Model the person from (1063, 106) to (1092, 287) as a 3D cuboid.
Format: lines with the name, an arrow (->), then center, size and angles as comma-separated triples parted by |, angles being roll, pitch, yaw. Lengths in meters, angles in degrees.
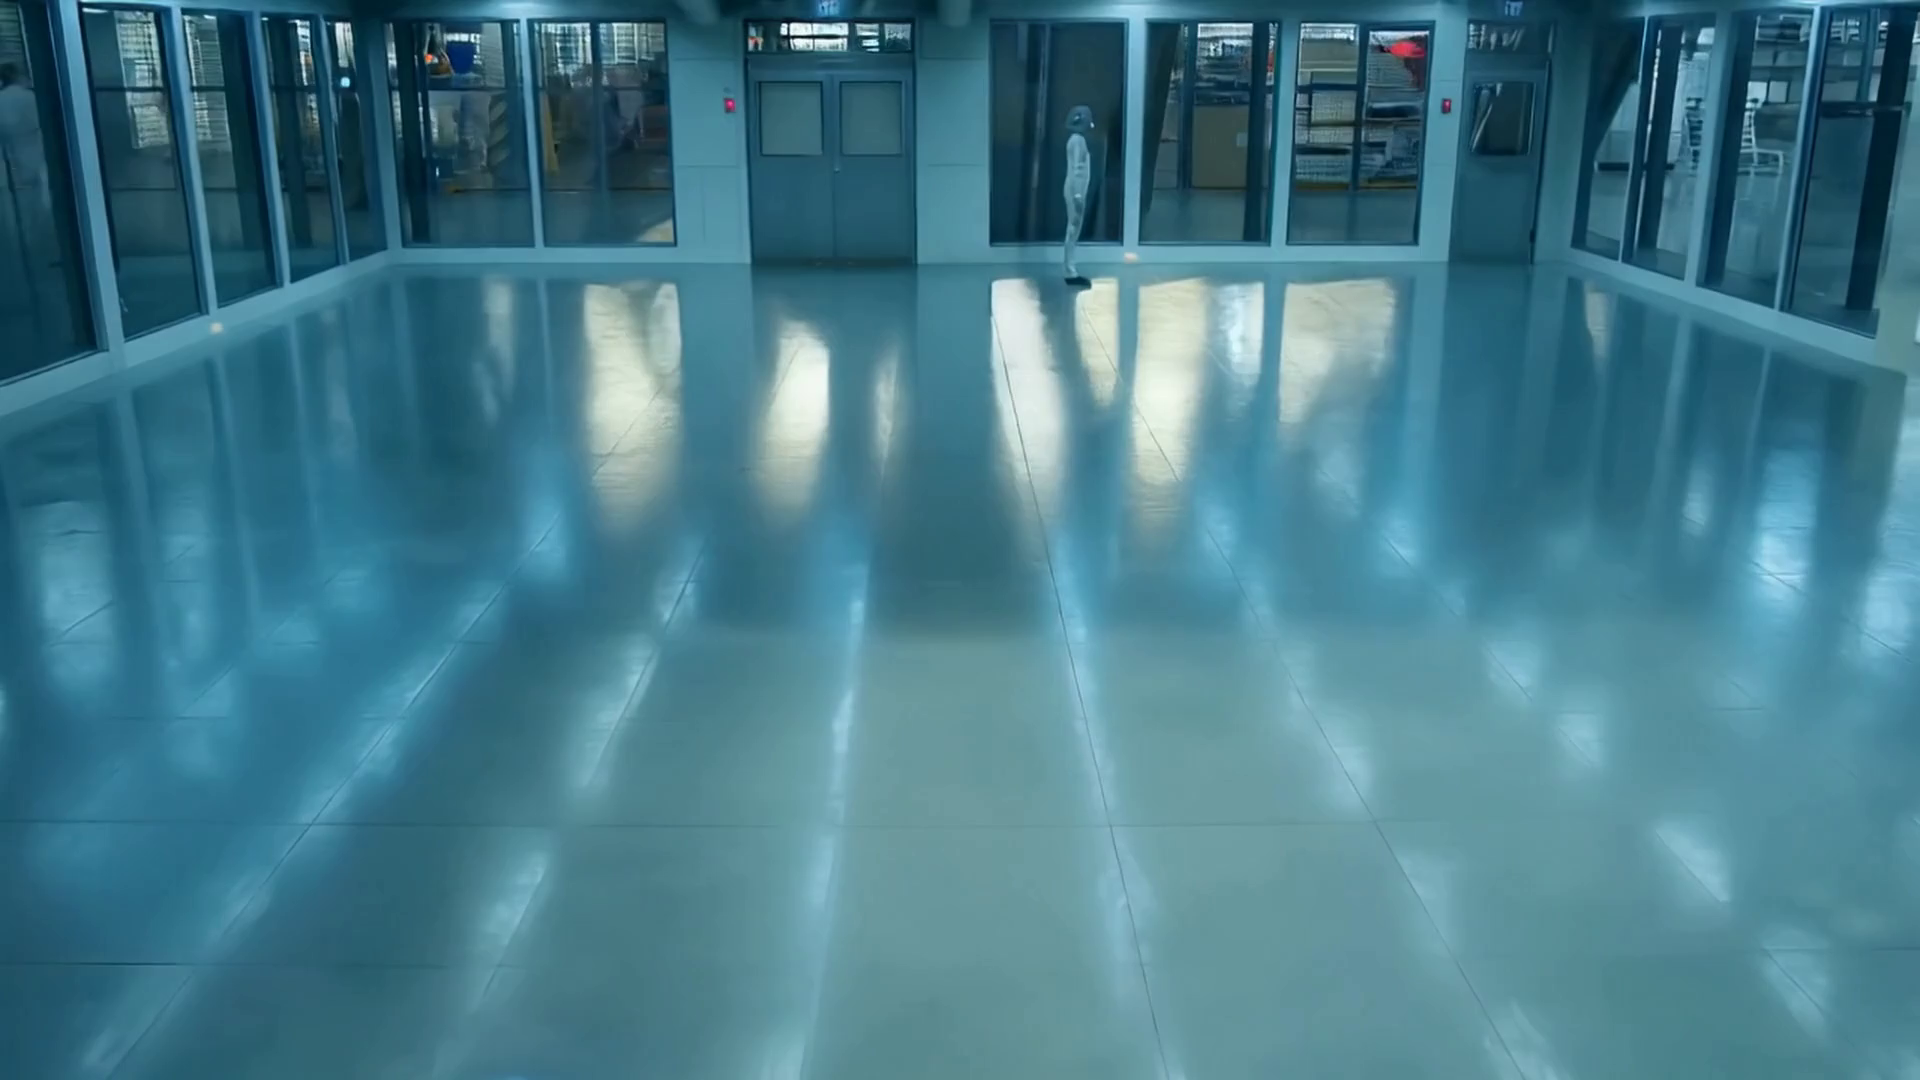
person -> 1.091, -3.173, 15.377 | 0.286, 1.633, 0.499 | 1, 16, 3
